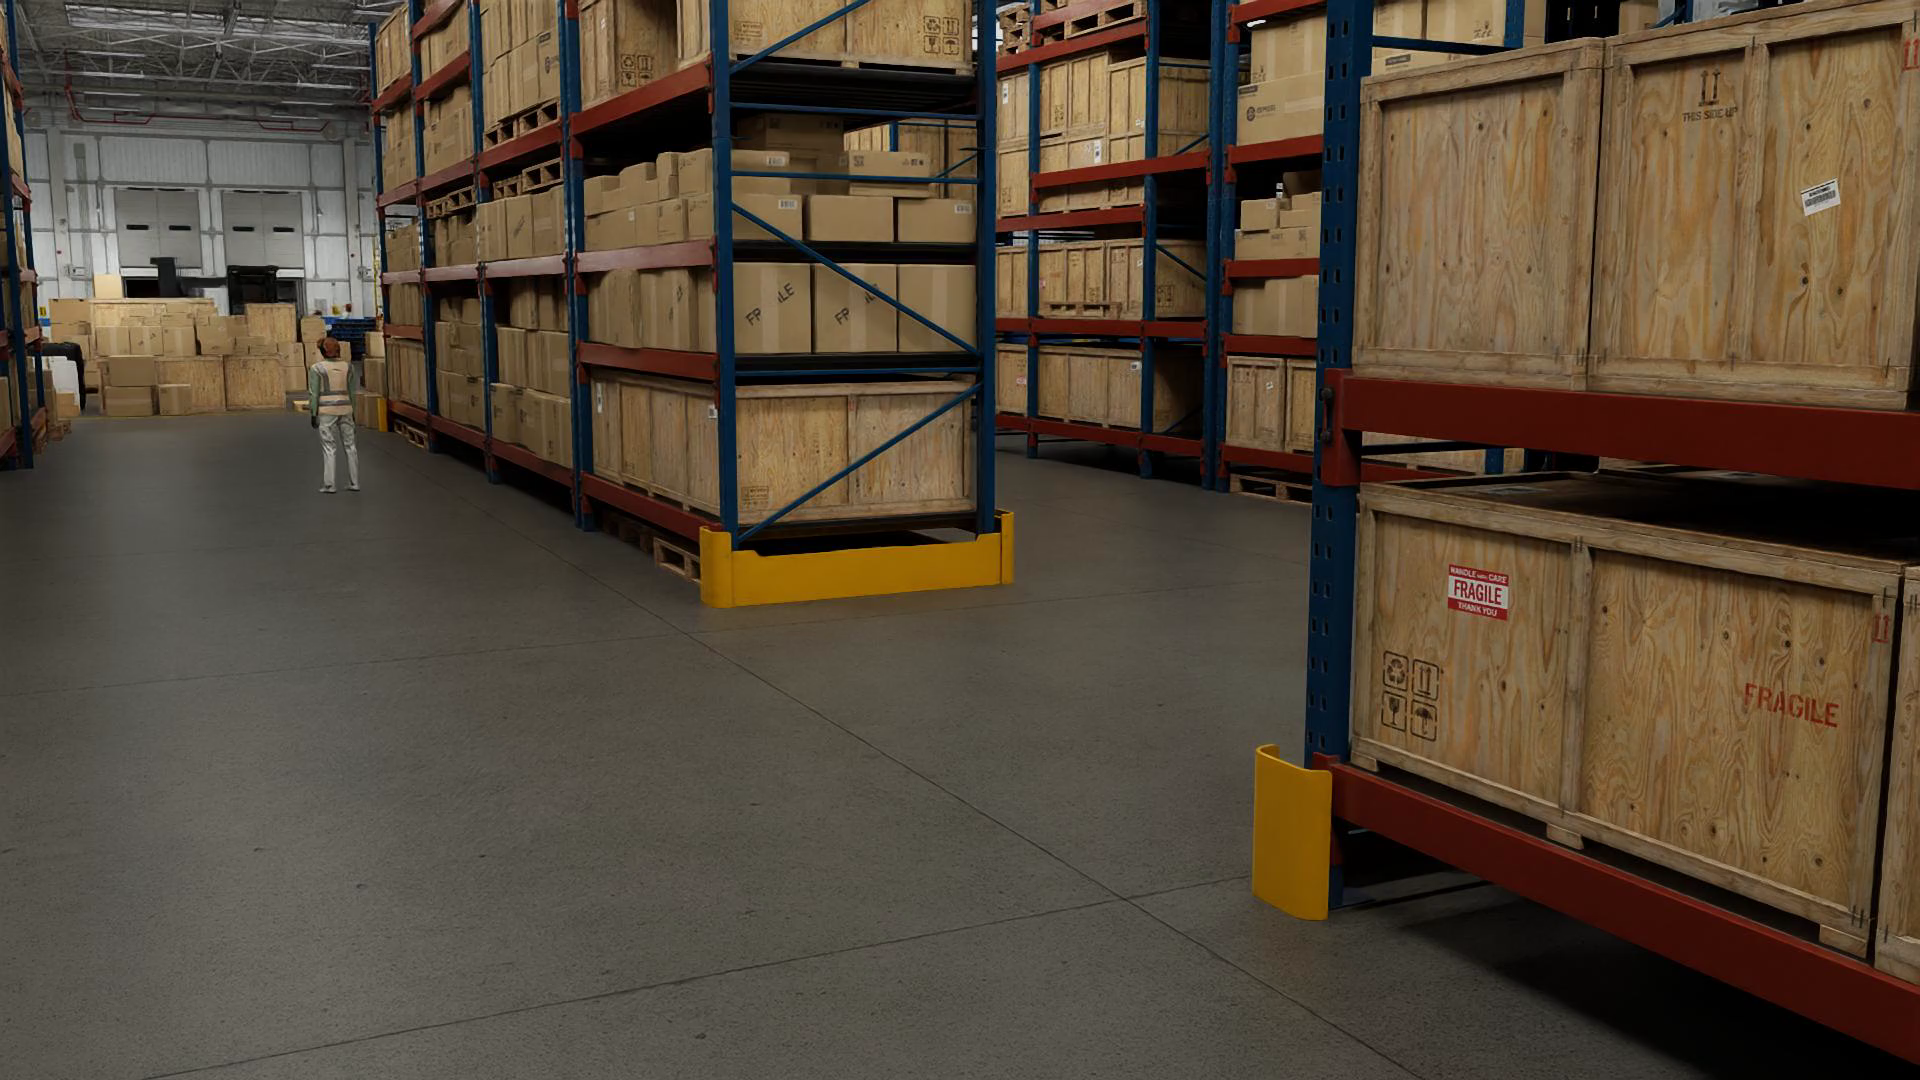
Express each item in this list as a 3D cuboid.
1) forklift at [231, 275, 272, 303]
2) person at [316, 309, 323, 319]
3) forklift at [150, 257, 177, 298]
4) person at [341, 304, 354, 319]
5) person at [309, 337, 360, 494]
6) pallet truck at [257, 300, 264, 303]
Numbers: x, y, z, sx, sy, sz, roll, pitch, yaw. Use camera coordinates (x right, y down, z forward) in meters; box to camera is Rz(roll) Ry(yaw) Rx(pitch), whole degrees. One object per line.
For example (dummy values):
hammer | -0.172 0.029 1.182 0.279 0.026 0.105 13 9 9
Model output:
forklift | -17.145 -5.261 40.370 1.129 2.768 1.873 -4 9 -26
person | -24.204 -7.913 62.956 0.386 1.622 0.538 -5 10 -33
forklift | -15.439 -4.114 32.461 1.873 2.768 1.129 -4 9 -26
person | -21.051 -7.189 57.139 0.594 1.866 0.552 5 9 29
person | -6.523 -1.297 17.331 0.314 1.632 0.514 7 11 39
pallet truck | -23.913 -7.404 58.171 1.885 1.965 0.823 -1 8 -9
